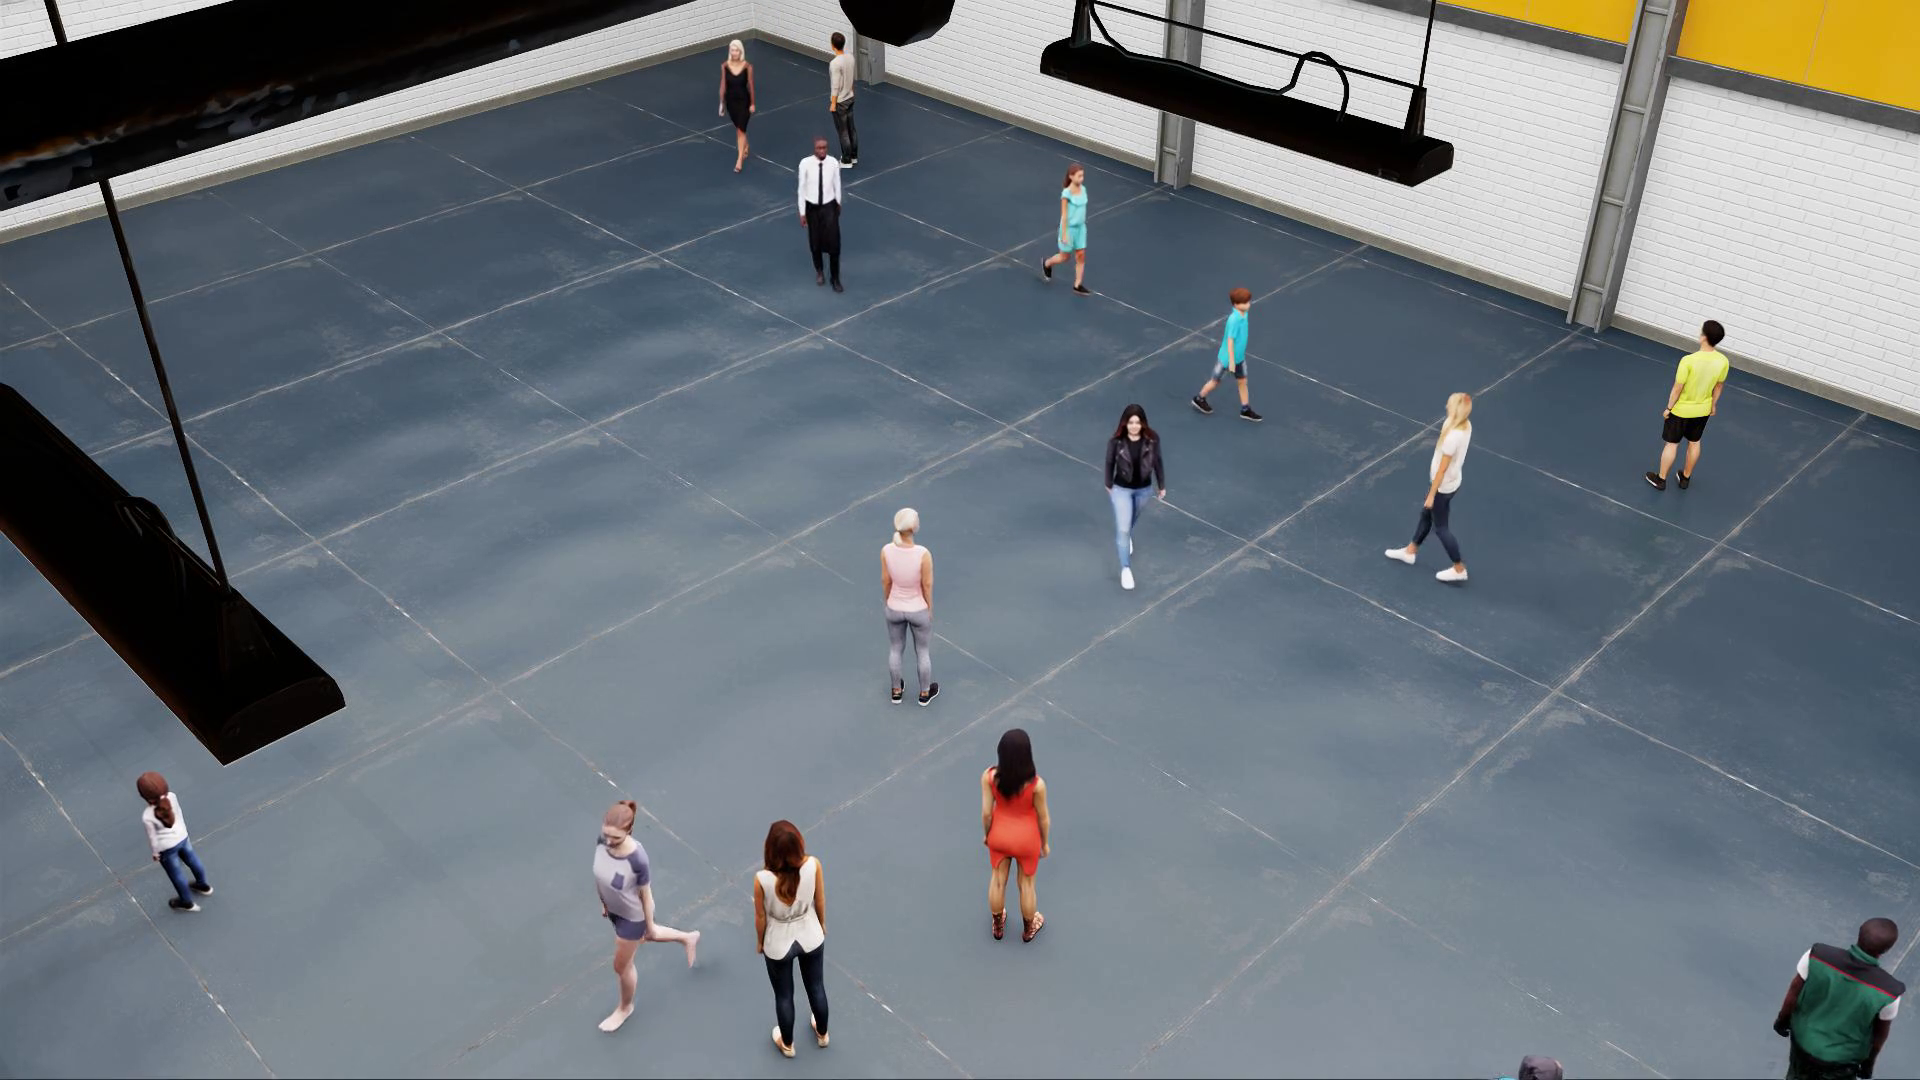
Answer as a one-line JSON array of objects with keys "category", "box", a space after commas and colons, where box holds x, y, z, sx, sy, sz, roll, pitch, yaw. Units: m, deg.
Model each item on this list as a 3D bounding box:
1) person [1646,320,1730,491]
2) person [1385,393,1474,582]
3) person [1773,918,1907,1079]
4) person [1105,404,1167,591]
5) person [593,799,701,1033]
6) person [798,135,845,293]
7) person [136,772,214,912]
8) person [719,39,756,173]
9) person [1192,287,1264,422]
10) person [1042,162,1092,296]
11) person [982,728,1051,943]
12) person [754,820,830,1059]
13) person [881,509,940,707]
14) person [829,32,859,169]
[{"category": "person", "box": [6.777, -1.247, 15.399, 0.695, 1.708, 0.745, -1, 34, -2]}, {"category": "person", "box": [4.176, -0.417, 14.079, 1.058, 1.786, 0.801, 17, 37, 23]}, {"category": "person", "box": [4.753, 2.821, 9.176, 0.765, 1.822, 0.834, -27, 42, -35]}, {"category": "person", "box": [1.475, -0.471, 14.335, 1.055, 1.593, 1.188, -4, 34, -6]}, {"category": "person", "box": [-1.953, 2.214, 10.166, 0.650, 1.737, 0.951, -28, 43, -35]}, {"category": "person", "box": [-1.624, -3.824, 19.182, 0.925, 1.812, 1.016, -5, 34, -7]}, {"category": "person", "box": [-5.253, 1.986, 11.075, 0.554, 1.110, 0.511, 11, 35, 15]}, {"category": "person", "box": [-2.960, -5.871, 22.366, 1.090, 1.697, 1.006, 8, 34, 11]}, {"category": "person", "box": [2.647, -1.870, 16.602, 1.001, 1.415, 0.641, 22, 40, 30]}, {"category": "person", "box": [1.231, -3.579, 19.059, 0.599, 1.541, 0.957, -25, 41, -33]}, {"category": "person", "box": [0.348, 1.904, 10.645, 0.630, 1.723, 0.734, 8, 34, 11]}, {"category": "person", "box": [-0.983, 2.384, 9.870, 0.650, 1.782, 0.650, -11, 35, -17]}, {"category": "person", "box": [-0.396, 0.523, 12.723, 0.601, 1.722, 0.702, 8, 34, 12]}, {"category": "person", "box": [-1.562, -5.904, 22.313, 0.644, 1.810, 0.714, 16, 37, 23]}]
